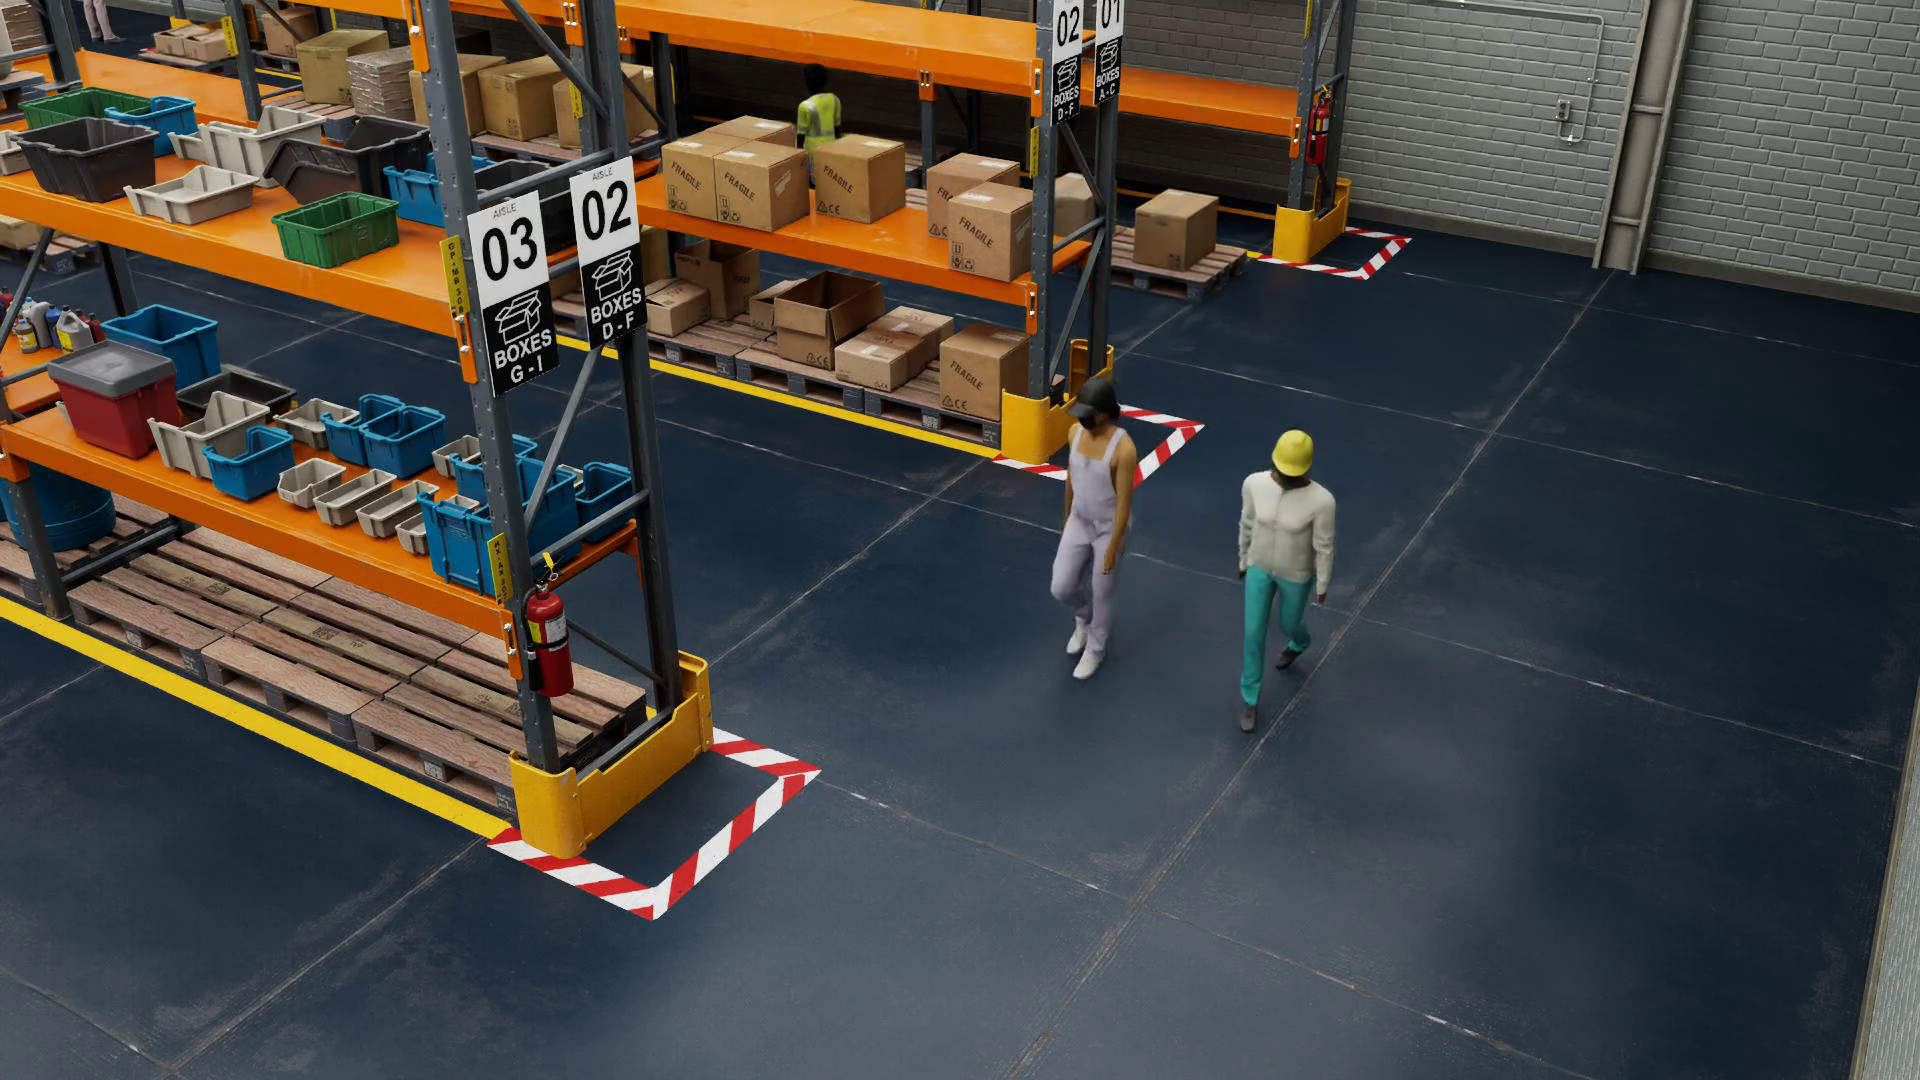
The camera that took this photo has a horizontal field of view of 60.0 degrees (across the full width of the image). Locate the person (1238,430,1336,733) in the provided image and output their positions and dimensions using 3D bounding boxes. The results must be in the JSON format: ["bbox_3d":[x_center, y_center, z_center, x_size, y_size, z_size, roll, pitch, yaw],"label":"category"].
[{"bbox_3d":[1.750,0.125,8.913,0.527,1.721,0.789,13,32,23],"label":"person"}]

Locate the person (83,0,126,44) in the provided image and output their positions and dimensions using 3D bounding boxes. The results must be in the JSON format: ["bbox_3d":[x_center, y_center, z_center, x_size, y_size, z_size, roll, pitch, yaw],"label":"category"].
[{"bbox_3d":[-12.090,-7.835,23.071,0.562,1.847,0.389,15,33,25],"label":"person"}]

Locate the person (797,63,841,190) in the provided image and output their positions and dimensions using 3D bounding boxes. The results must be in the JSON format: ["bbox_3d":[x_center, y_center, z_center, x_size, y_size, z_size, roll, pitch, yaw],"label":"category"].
[{"bbox_3d":[-1.349,-3.705,15.860,0.855,1.650,0.538,18,34,29],"label":"person"}]

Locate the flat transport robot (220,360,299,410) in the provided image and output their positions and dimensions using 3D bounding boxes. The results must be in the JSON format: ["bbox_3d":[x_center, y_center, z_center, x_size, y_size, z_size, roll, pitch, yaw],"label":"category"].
[{"bbox_3d":[-5.762,-1.116,12.635,1.431,0.231,0.659,18,34,29],"label":"flat transport robot"}]

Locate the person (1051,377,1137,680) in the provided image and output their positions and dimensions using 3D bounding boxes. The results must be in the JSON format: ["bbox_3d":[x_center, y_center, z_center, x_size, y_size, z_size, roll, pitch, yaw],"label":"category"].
[{"bbox_3d":[0.719,-0.046,9.102,0.490,1.843,0.432,21,35,33],"label":"person"}]
